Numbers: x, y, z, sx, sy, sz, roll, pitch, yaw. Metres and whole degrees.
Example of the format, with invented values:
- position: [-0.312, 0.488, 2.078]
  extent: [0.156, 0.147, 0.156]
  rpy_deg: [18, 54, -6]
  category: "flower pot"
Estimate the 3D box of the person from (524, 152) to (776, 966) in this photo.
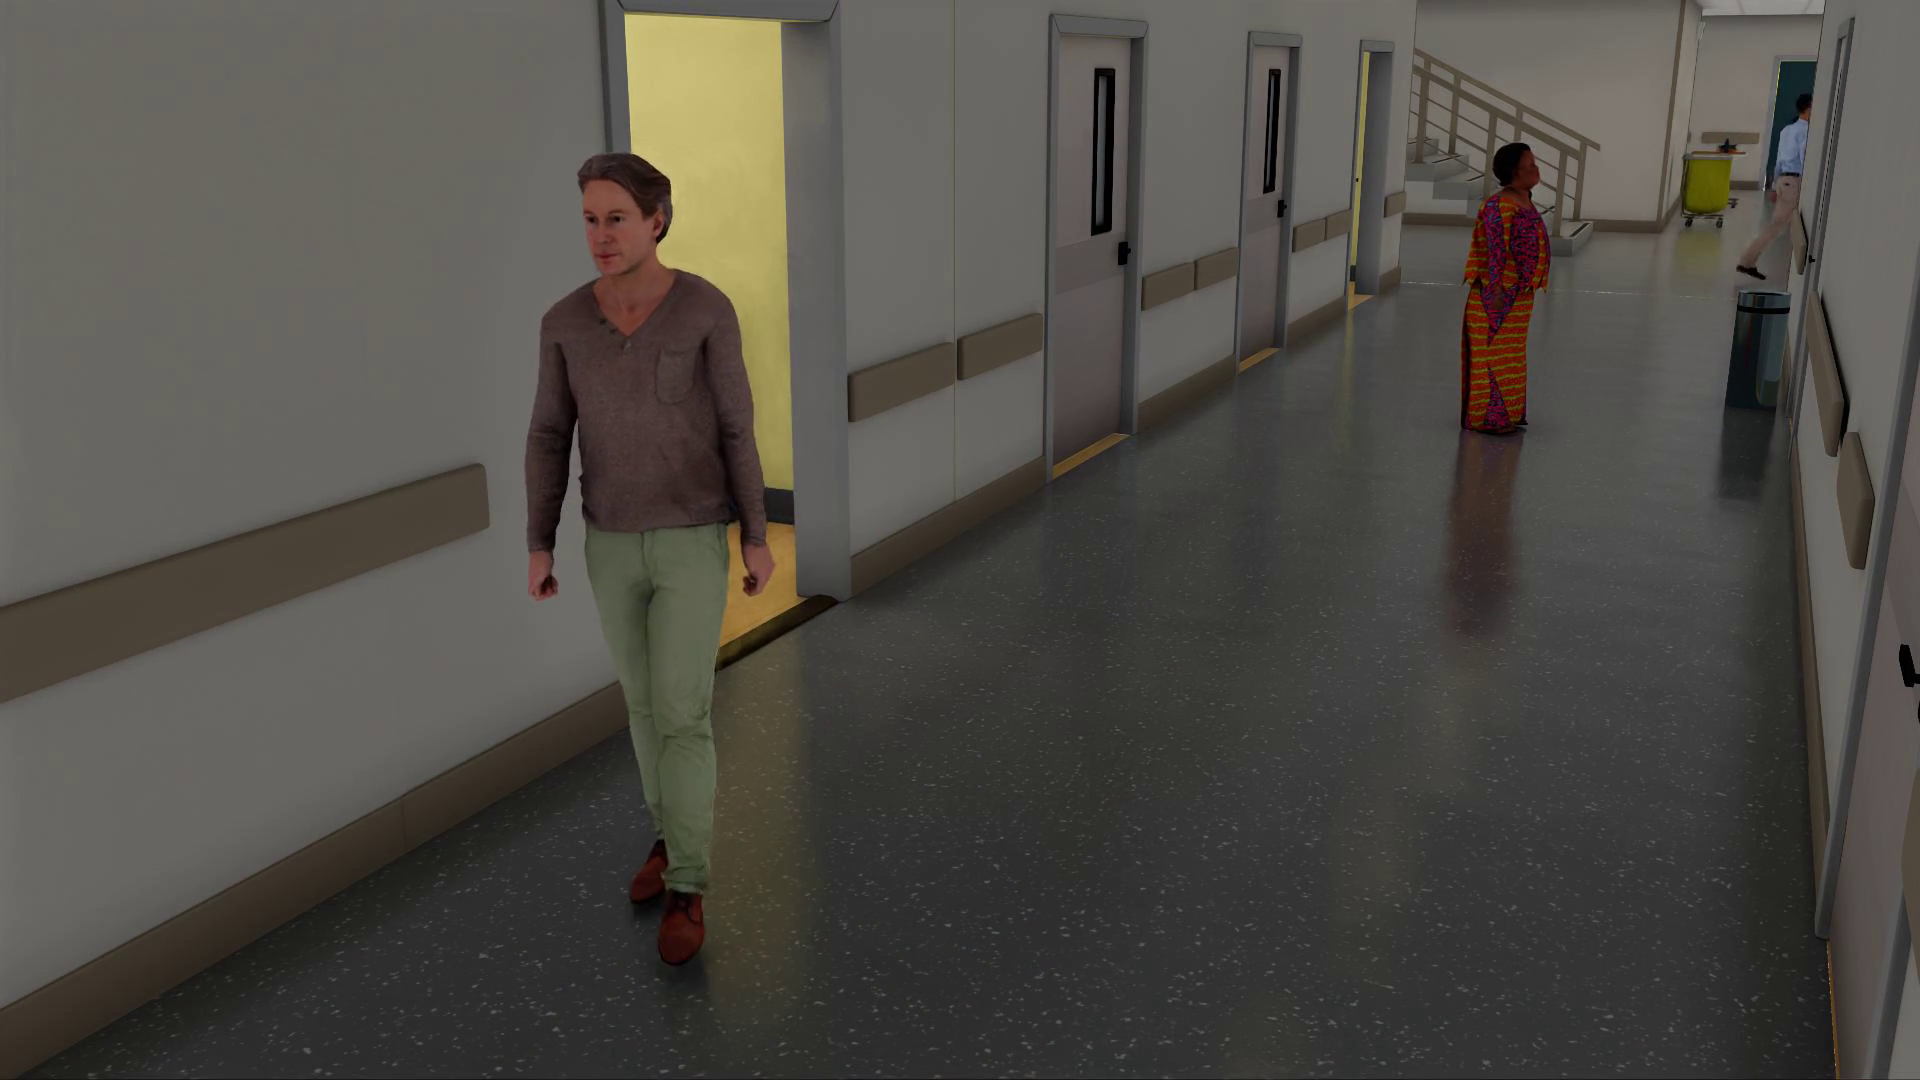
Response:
- position: [-0.713, 0.007, 4.089]
  extent: [0.911, 1.850, 0.906]
  rpy_deg: [3, 16, 10]
  category: "person"

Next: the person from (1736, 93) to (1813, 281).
- position: [8.128, -3.441, 16.405]
  extent: [1.319, 1.804, 1.005]
  rpy_deg: [0, 16, 0]
  category: "person"

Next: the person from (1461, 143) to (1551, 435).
- position: [3.189, -1.477, 9.665]
  extent: [0.690, 1.681, 0.682]
  rpy_deg: [10, 19, 32]
  category: "person"
